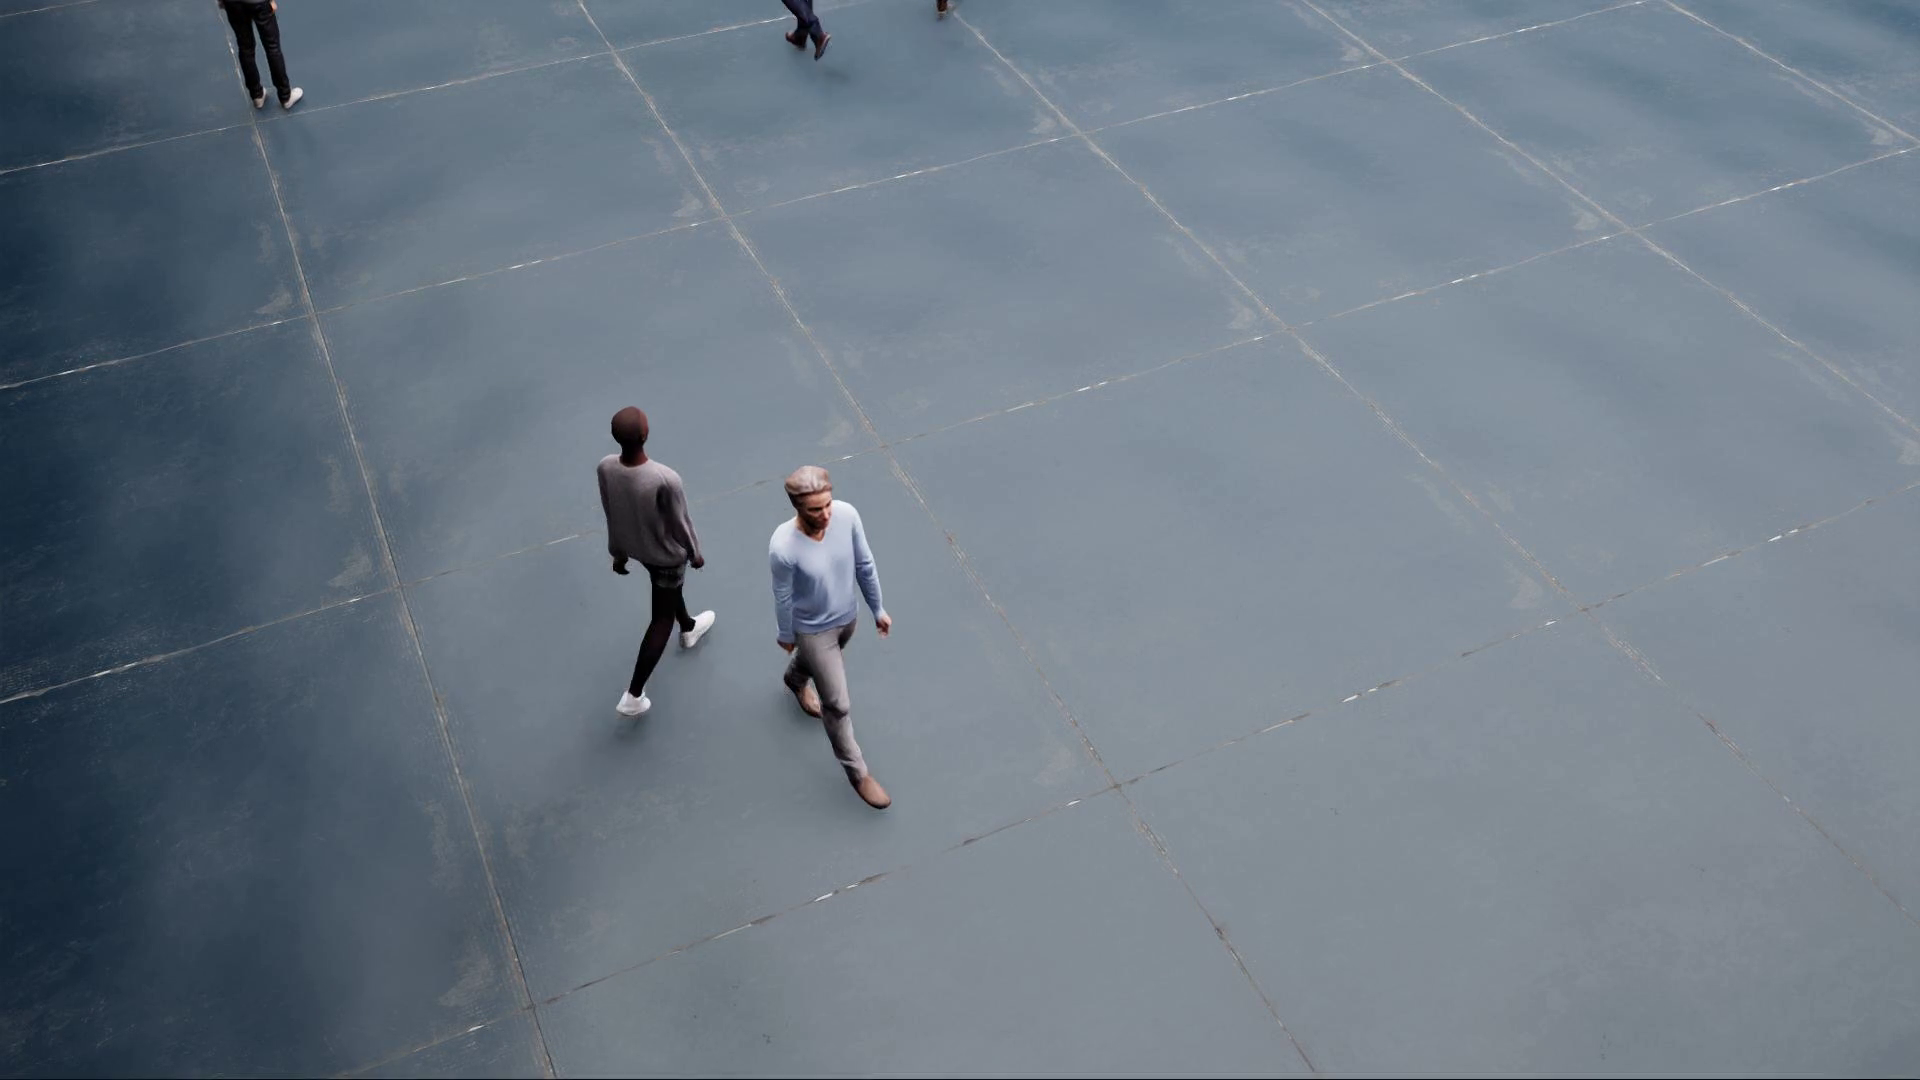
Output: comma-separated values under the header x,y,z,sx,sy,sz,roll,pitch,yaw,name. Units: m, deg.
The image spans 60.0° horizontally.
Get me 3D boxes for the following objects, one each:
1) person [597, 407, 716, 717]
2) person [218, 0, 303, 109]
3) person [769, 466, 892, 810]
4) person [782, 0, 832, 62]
x,y,z,sx,sy,sz,roll,pitch,yaw,name
-1.571,0.125,8.325,1.159,1.738,1.159,18,45,19,person
-5.659,-4.287,13.171,0.702,1.756,0.695,0,42,0,person
-0.698,0.341,8.007,0.932,1.847,1.324,-32,51,-30,person
-1.282,-4.859,13.750,0.883,1.824,1.073,-28,49,-27,person
